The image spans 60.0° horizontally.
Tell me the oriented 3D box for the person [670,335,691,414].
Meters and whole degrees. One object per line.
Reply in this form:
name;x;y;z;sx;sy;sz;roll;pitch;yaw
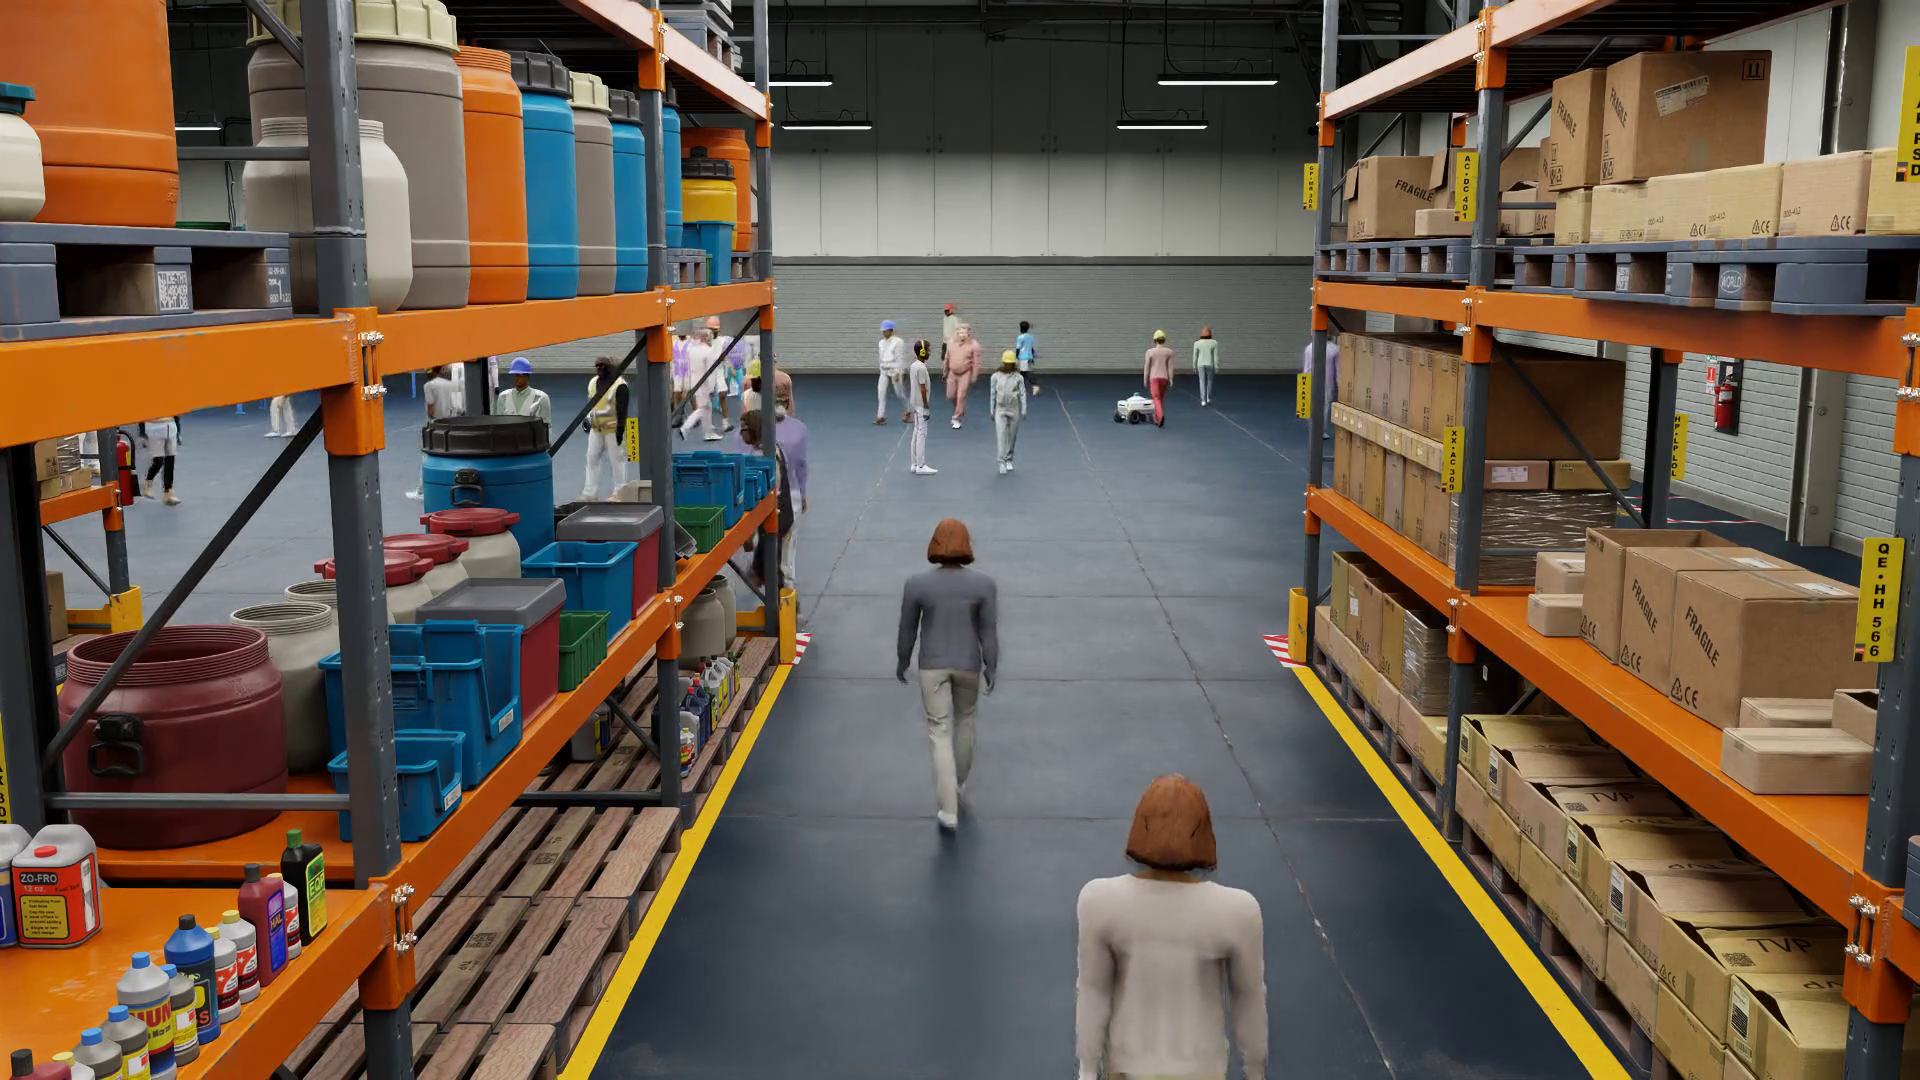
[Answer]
person;-5.537;-3.435;32.612;0.574;1.897;0.885;-3;10;-17

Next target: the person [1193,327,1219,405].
person;5.110;-3.622;34.618;0.527;1.597;0.775;1;10;7

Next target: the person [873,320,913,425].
person;-1.226;-3.099;30.599;0.602;1.919;0.927;7;12;35

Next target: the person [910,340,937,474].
person;-0.528;-1.874;23.380;0.328;1.873;0.512;-3;10;-18

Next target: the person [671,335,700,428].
person;-4.952;-2.986;29.883;0.551;1.942;0.408;4;10;23

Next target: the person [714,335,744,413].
person;-4.457;-3.355;32.555;1.036;1.785;0.555;7;12;38

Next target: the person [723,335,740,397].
person;-5.063;-3.971;36.679;0.525;1.627;0.404;8;12;38

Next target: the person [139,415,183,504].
person;-9.794;-1.279;20.344;0.424;1.683;0.550;5;11;29

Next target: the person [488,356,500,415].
person;-7.892;-2.599;27.583;0.584;1.918;0.381;4;10;21

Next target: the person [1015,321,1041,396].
person;1.496;-4.009;36.778;0.795;1.674;0.545;7;12;37

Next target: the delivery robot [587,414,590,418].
delivery robot;-6.191;-2.167;28.913;0.477;0.478;0.707;-8;12;-39

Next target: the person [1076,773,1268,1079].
person;0.555;1.421;4.450;0.511;1.601;0.801;3;10;15

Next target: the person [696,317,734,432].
person;-4.272;-2.869;28.961;0.619;1.993;0.989;-5;11;-27

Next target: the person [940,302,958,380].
person;-0.224;-4.923;41.310;0.513;1.980;0.636;-6;11;-30

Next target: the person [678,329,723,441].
person;-4.300;-2.536;27.381;0.832;1.867;0.690;-7;12;-37

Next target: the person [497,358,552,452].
person;-4.628;-0.959;17.657;0.605;1.951;0.383;1;10;8

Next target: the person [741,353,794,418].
person;-2.371;-1.429;20.606;0.651;1.907;0.409;0;9;0

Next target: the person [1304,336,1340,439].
person;6.162;-2.644;27.931;0.686;1.886;0.634;8;12;38

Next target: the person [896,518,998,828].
person;-0.076;0.676;8.907;0.518;1.592;0.812;-2;10;-9

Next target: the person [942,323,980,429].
person;0.018;-2.935;29.728;0.720;1.873;0.497;4;10;21

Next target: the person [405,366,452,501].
person;-6.428;-1.372;20.548;0.997;1.822;0.544;4;10;23

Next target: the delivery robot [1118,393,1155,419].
delivery robot;3.269;-2.482;30.799;0.707;0.478;0.477;-7;12;-35

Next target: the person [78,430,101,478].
person;-11.999;-1.767;22.825;0.429;1.844;0.624;3;10;17

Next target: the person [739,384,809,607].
person;-1.624;-0.405;14.441;0.641;1.921;0.755;-5;11;-29

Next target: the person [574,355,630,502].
person;-4.356;-1.314;20.155;0.660;1.822;0.713;6;11;31

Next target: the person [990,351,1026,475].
person;0.678;-1.803;23.514;0.503;1.725;0.764;-1;10;-5

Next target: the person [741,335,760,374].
person;-5.148;-4.898;41.290;0.629;1.940;0.372;0;9;1

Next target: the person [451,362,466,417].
person;-6.963;-1.945;23.741;0.975;1.889;0.552;-8;12;-39

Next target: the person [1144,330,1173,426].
person;3.605;-2.919;30.035;0.527;1.742;0.779;-2;10;-13

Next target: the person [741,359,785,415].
person;-2.154;-1.023;18.178;0.580;1.904;0.429;4;10;23

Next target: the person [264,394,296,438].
person;-11.539;-2.522;27.998;0.665;1.613;0.552;-6;11;-30

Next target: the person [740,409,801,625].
person;-1.495;-0.107;12.935;0.414;1.823;0.523;2;10;11
